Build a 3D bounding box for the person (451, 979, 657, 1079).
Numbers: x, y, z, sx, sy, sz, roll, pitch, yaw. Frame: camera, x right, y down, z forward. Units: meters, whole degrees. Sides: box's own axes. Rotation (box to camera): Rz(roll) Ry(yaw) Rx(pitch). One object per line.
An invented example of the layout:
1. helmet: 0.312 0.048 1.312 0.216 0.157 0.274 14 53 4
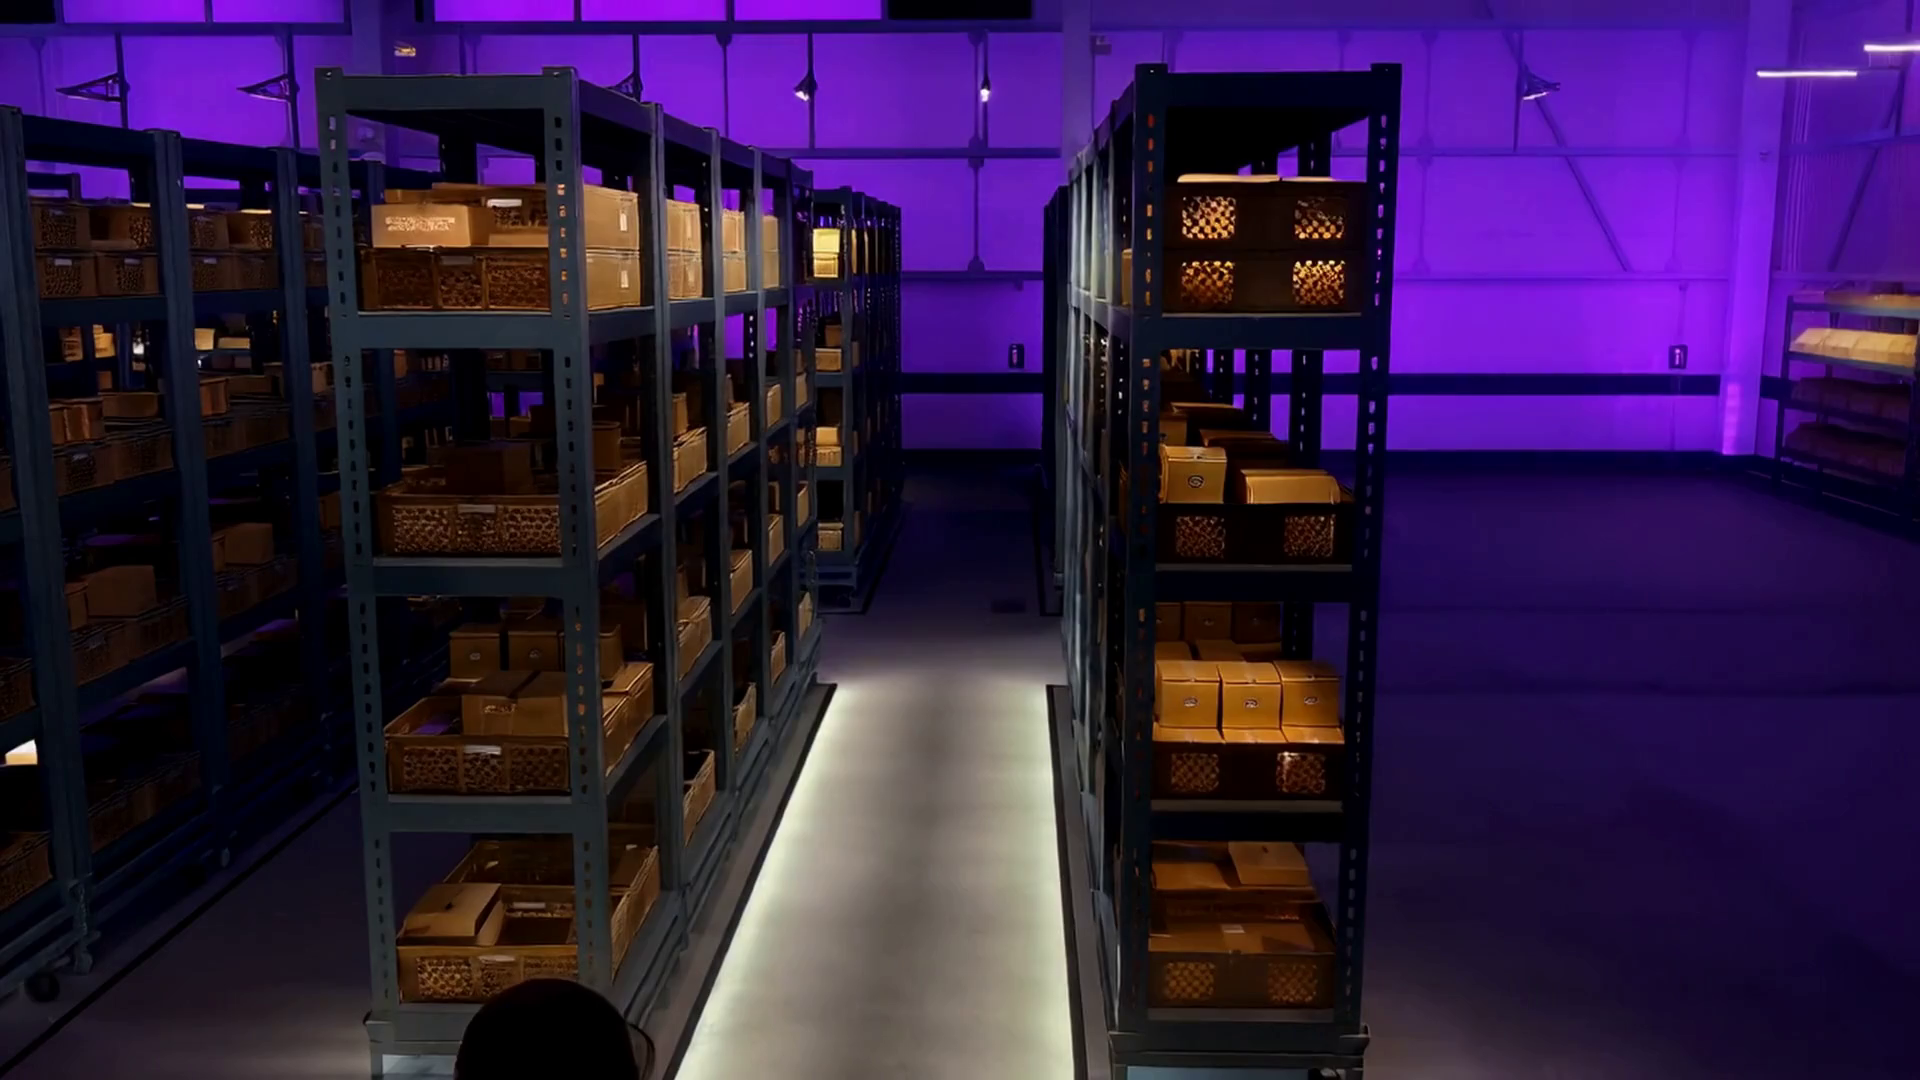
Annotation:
1. person: -0.581 1.613 2.575 0.623 1.990 0.390 7 12 35
